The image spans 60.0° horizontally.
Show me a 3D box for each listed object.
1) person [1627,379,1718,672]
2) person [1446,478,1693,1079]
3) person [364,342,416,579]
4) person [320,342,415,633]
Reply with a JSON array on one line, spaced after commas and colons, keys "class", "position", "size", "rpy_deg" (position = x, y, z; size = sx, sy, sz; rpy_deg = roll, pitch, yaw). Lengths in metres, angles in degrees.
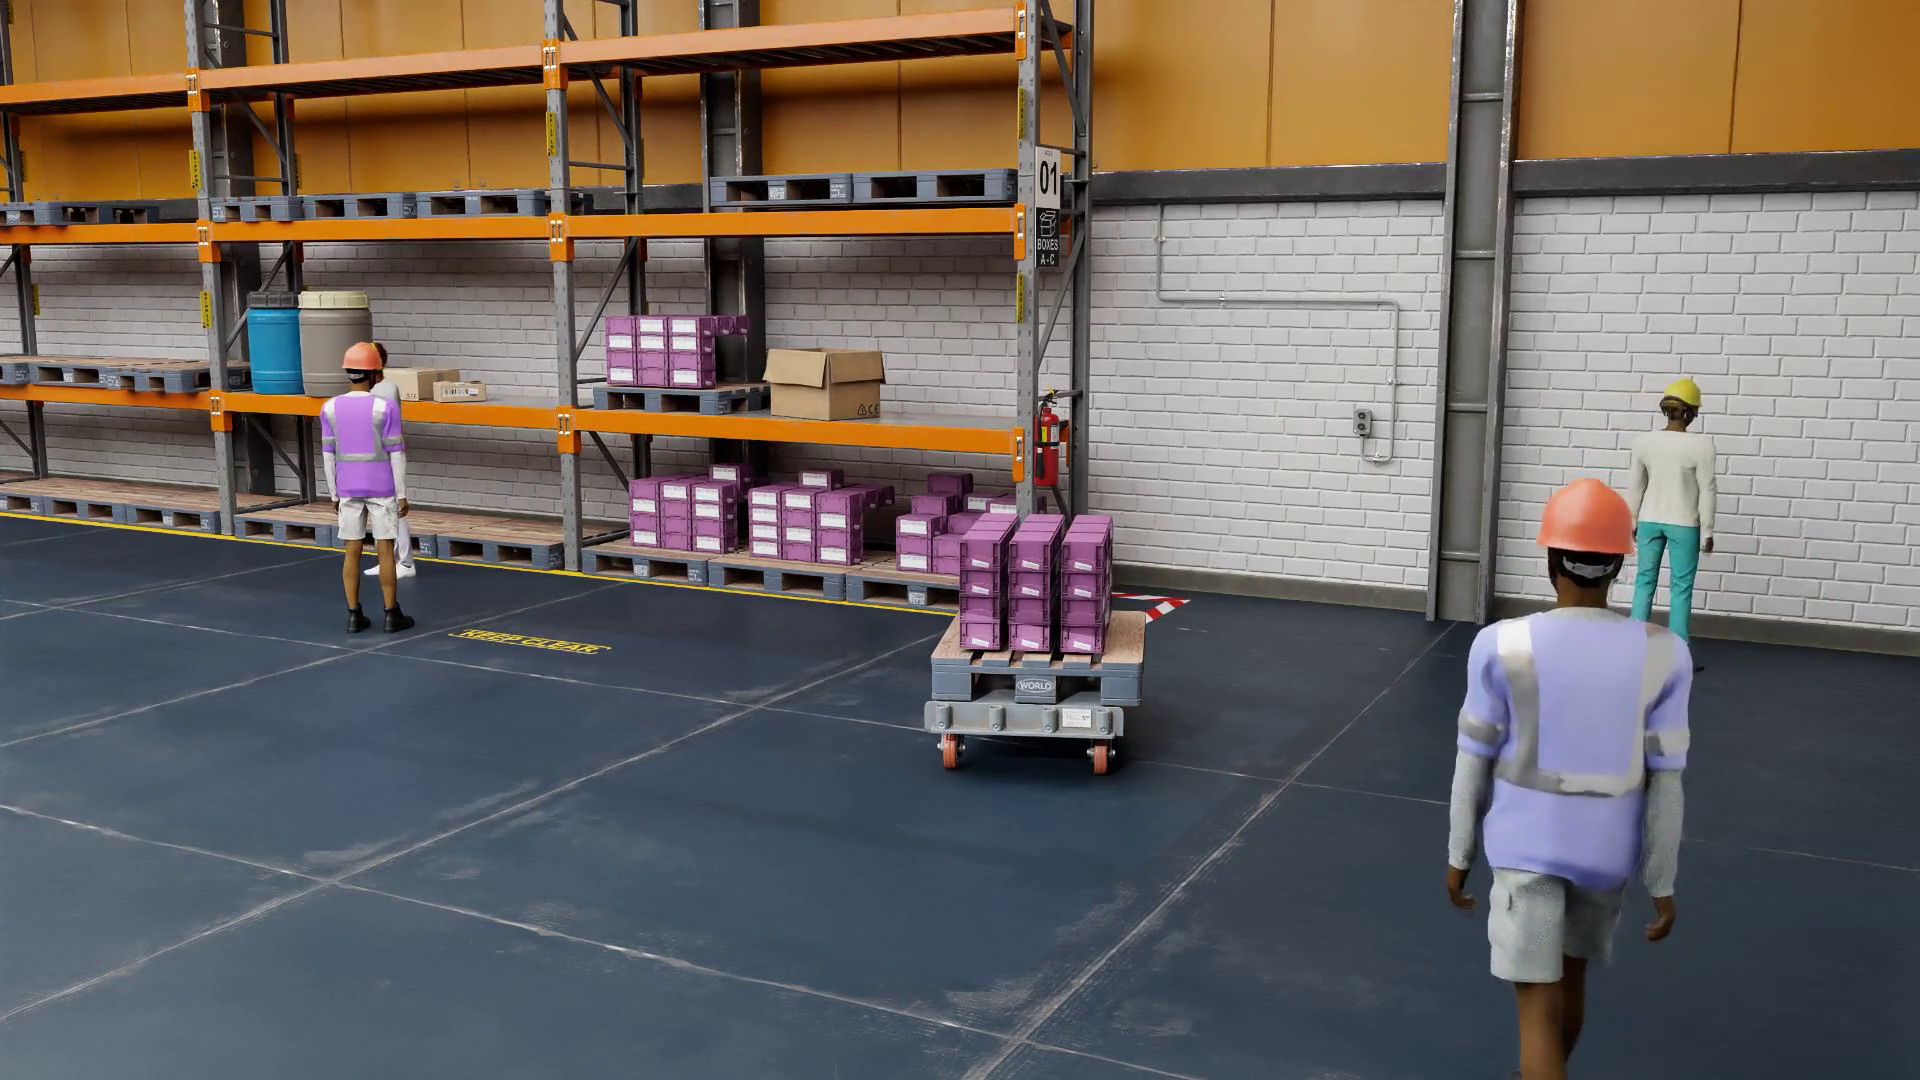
[{"class": "person", "position": [4.300, -0.087, 10.040], "size": [0.331, 1.765, 0.533], "rpy_deg": [-8, 12, -40]}, {"class": "person", "position": [1.553, 0.786, 4.271], "size": [0.556, 1.896, 0.970], "rpy_deg": [1, 9, 6]}, {"class": "person", "position": [-4.518, -0.617, 13.041], "size": [0.328, 1.855, 0.531], "rpy_deg": [-8, 12, -40]}, {"class": "person", "position": [-3.931, -0.338, 11.050], "size": [0.545, 1.938, 0.361], "rpy_deg": [0, 9, 2]}]
